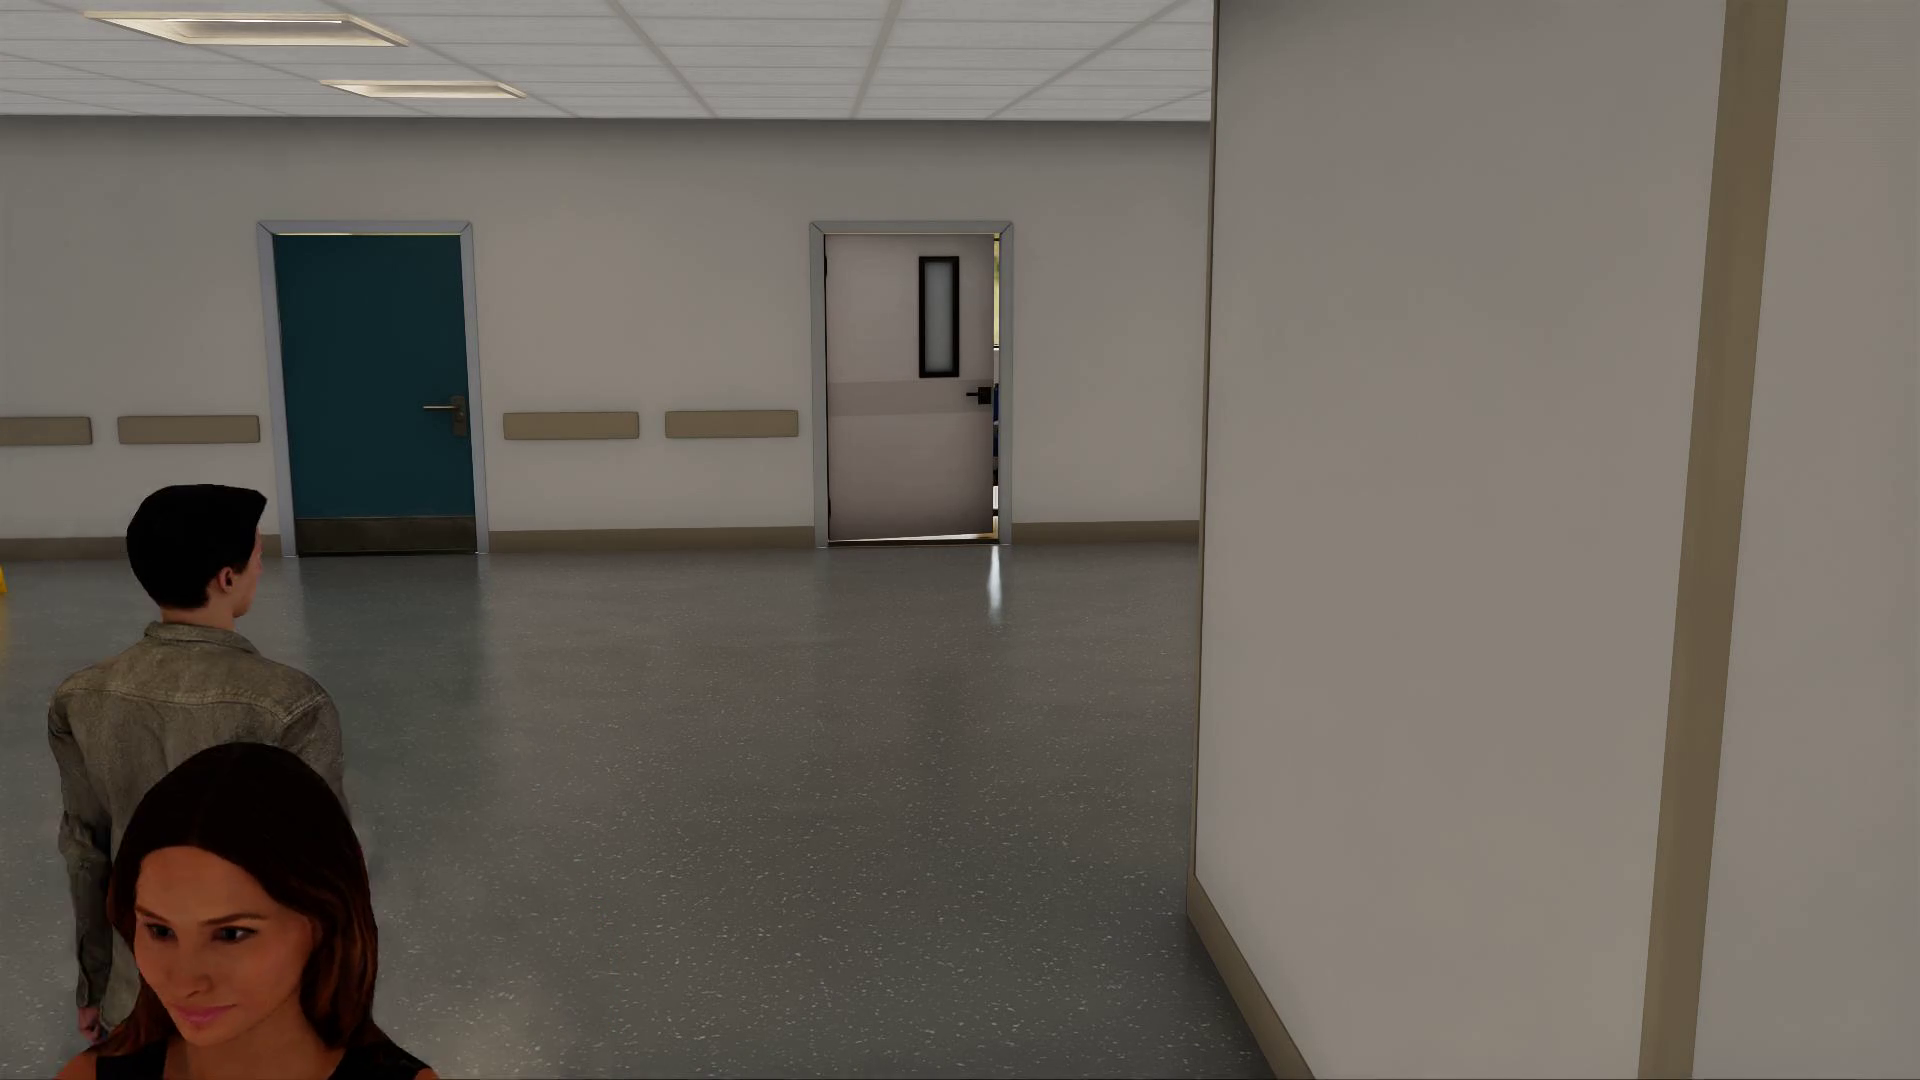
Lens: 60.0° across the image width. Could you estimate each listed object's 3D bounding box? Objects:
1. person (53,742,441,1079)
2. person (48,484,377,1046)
[{"bbox_3d":[-0.655,1.064,1.747,0.619,1.817,0.692,1,11,4],"label":"person"},{"bbox_3d":[-1.321,0.851,2.823,1.146,1.835,0.985,2,11,11],"label":"person"}]
